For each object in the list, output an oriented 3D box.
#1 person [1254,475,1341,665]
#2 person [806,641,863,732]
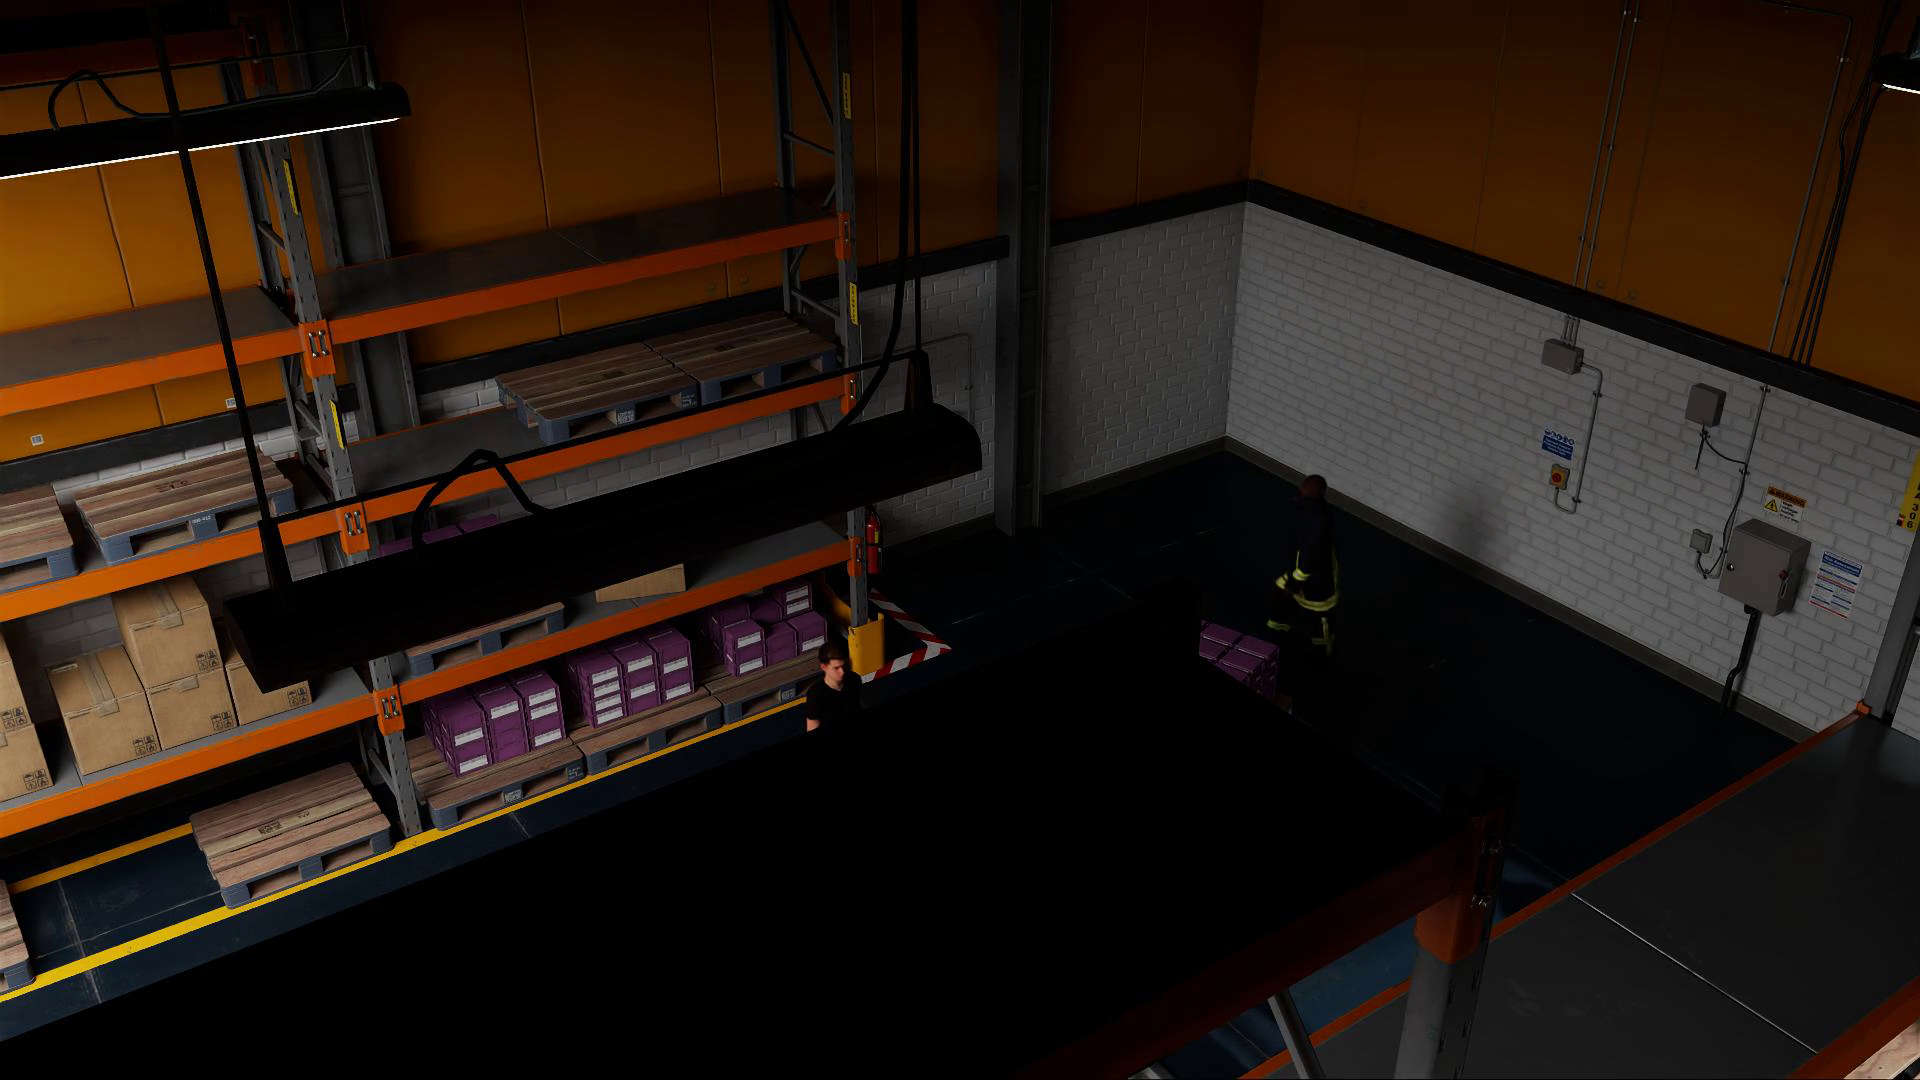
[{"bbox_3d":[3.105,0.276,14.256,1.177,1.791,1.066,0,29,0],"label":"person"},{"bbox_3d":[-0.872,1.515,11.912,0.789,1.861,0.579,25,37,37],"label":"person"}]
